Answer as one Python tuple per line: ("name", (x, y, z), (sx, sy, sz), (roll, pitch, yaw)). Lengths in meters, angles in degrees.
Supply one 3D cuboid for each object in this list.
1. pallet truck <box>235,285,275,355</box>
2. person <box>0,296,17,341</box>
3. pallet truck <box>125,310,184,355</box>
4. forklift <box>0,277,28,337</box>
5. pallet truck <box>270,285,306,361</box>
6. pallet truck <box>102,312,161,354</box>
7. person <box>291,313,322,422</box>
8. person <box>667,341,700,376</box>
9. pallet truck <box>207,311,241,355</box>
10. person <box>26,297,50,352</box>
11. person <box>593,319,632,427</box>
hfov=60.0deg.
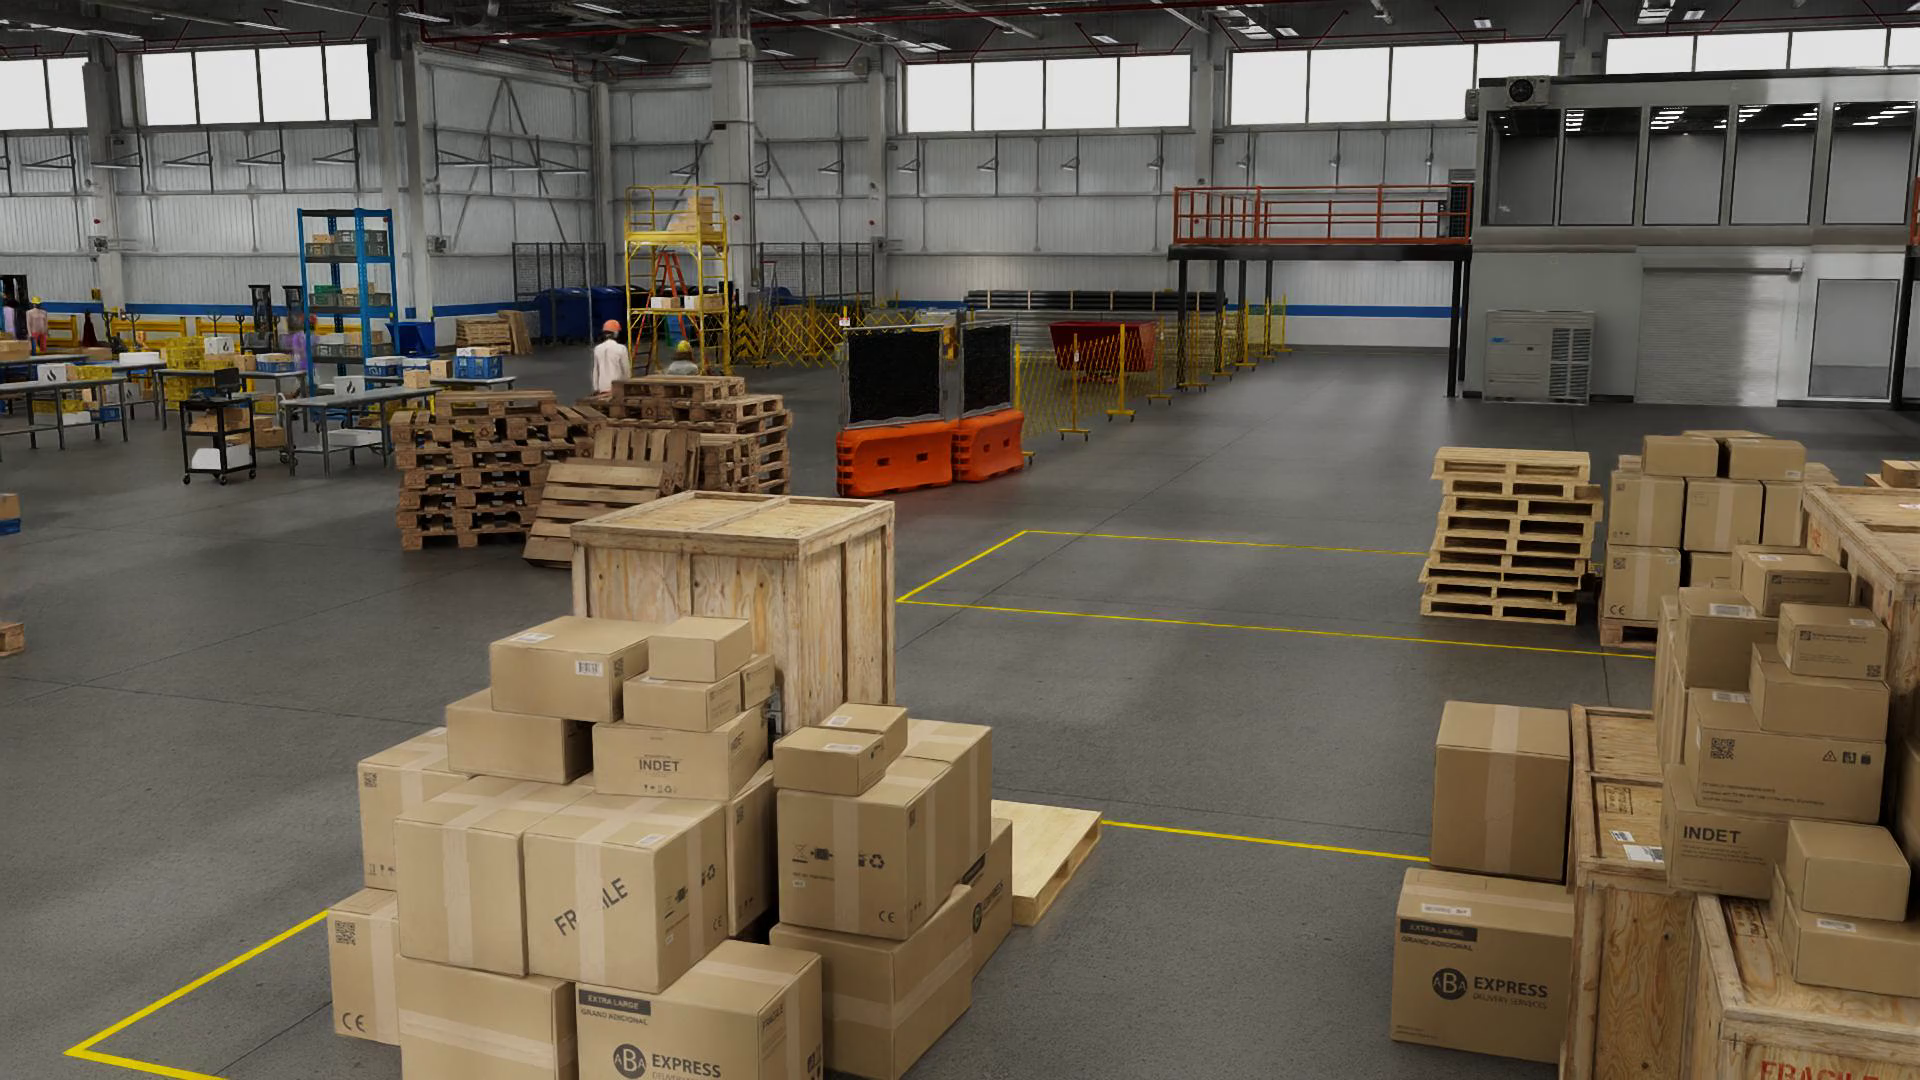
("pallet truck", (-18.327, -5.835, 44.421), (0.823, 1.965, 1.885), (4, 11, 23))
("person", (-21.164, -4.518, 36.966), (0.740, 2.017, 0.642), (3, 11, 19))
("pallet truck", (-22.038, -5.665, 45.457), (0.704, 1.261, 1.522), (3, 11, 17))
("forklift", (-27.151, -6.329, 46.328), (1.157, 1.987, 2.680), (3, 11, 17))
("pallet truck", (-17.147, -5.700, 43.663), (0.823, 1.965, 1.885), (3, 11, 17))
("pallet truck", (-23.057, -5.777, 46.261), (0.680, 1.201, 1.601), (3, 11, 19))
("person", (-11.258, -2.964, 28.543), (0.903, 1.904, 0.559), (7, 12, 33))
("person", (-3.849, -1.936, 23.324), (0.484, 1.689, 0.916), (4, 11, 21))
("pallet truck", (-19.537, -5.575, 44.913), (0.653, 1.274, 1.630), (3, 11, 19))
("person", (-22.695, -5.107, 40.973), (0.310, 1.768, 0.533), (6, 12, 29))
("person", (-5.106, -2.226, 24.193), (0.614, 1.969, 0.799), (7, 12, 34))
